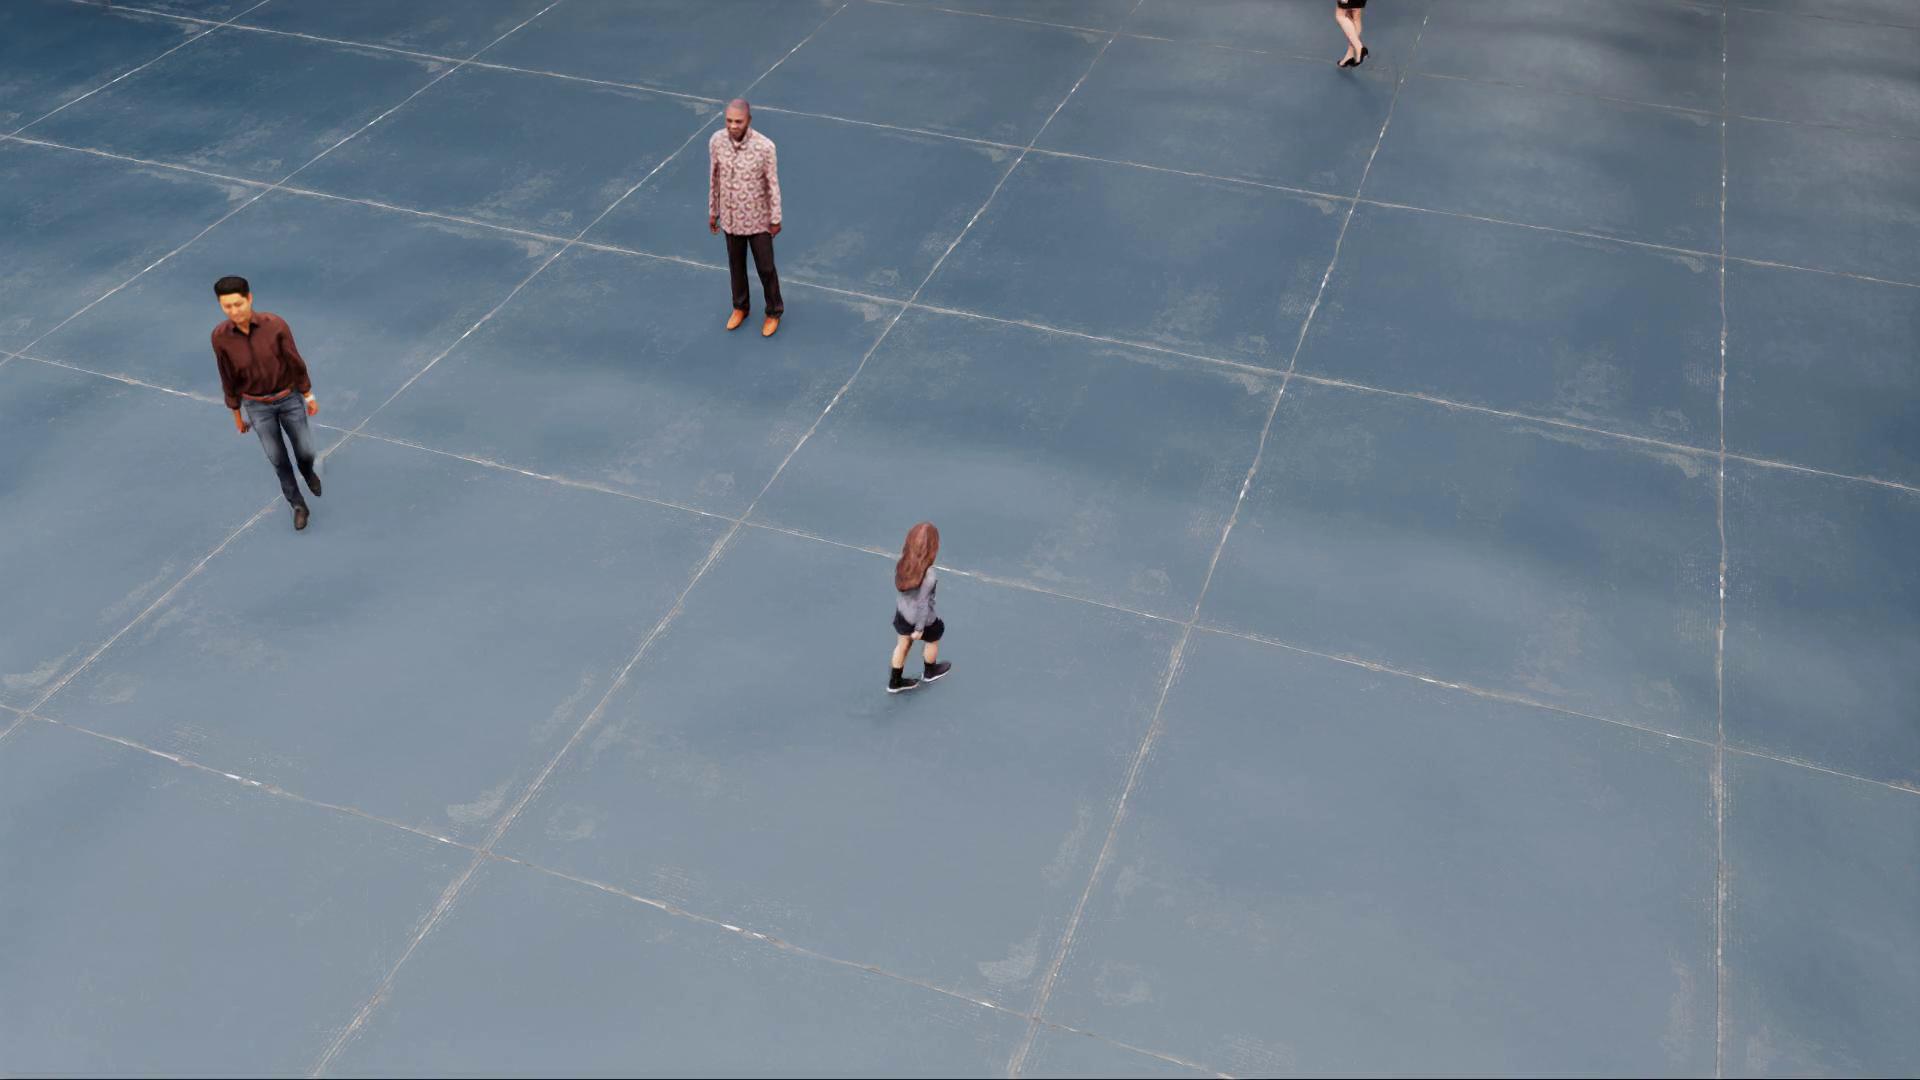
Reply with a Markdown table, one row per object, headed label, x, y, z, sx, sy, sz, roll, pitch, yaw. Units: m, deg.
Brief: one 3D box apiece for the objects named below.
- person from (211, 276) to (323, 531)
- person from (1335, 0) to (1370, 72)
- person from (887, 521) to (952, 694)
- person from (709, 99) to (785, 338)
| label | x | y | z | sx | sy | sz | roll | pitch | yaw |
| --- | --- | --- | --- | --- | --- | --- | --- | --- | --- |
| person | -4.285 | -0.895 | 10.368 | 0.850 | 1.767 | 0.909 | -12 | 40 | -15 |
| person | 3.922 | -5.321 | 16.132 | 0.743 | 1.635 | 0.800 | -24 | 44 | -28 |
| person | -0.280 | 0.417 | 9.254 | 0.727 | 1.074 | 0.659 | -15 | 40 | -18 |
| person | -1.581 | -2.414 | 12.280 | 0.700 | 1.804 | 0.597 | 11 | 39 | 14 |
